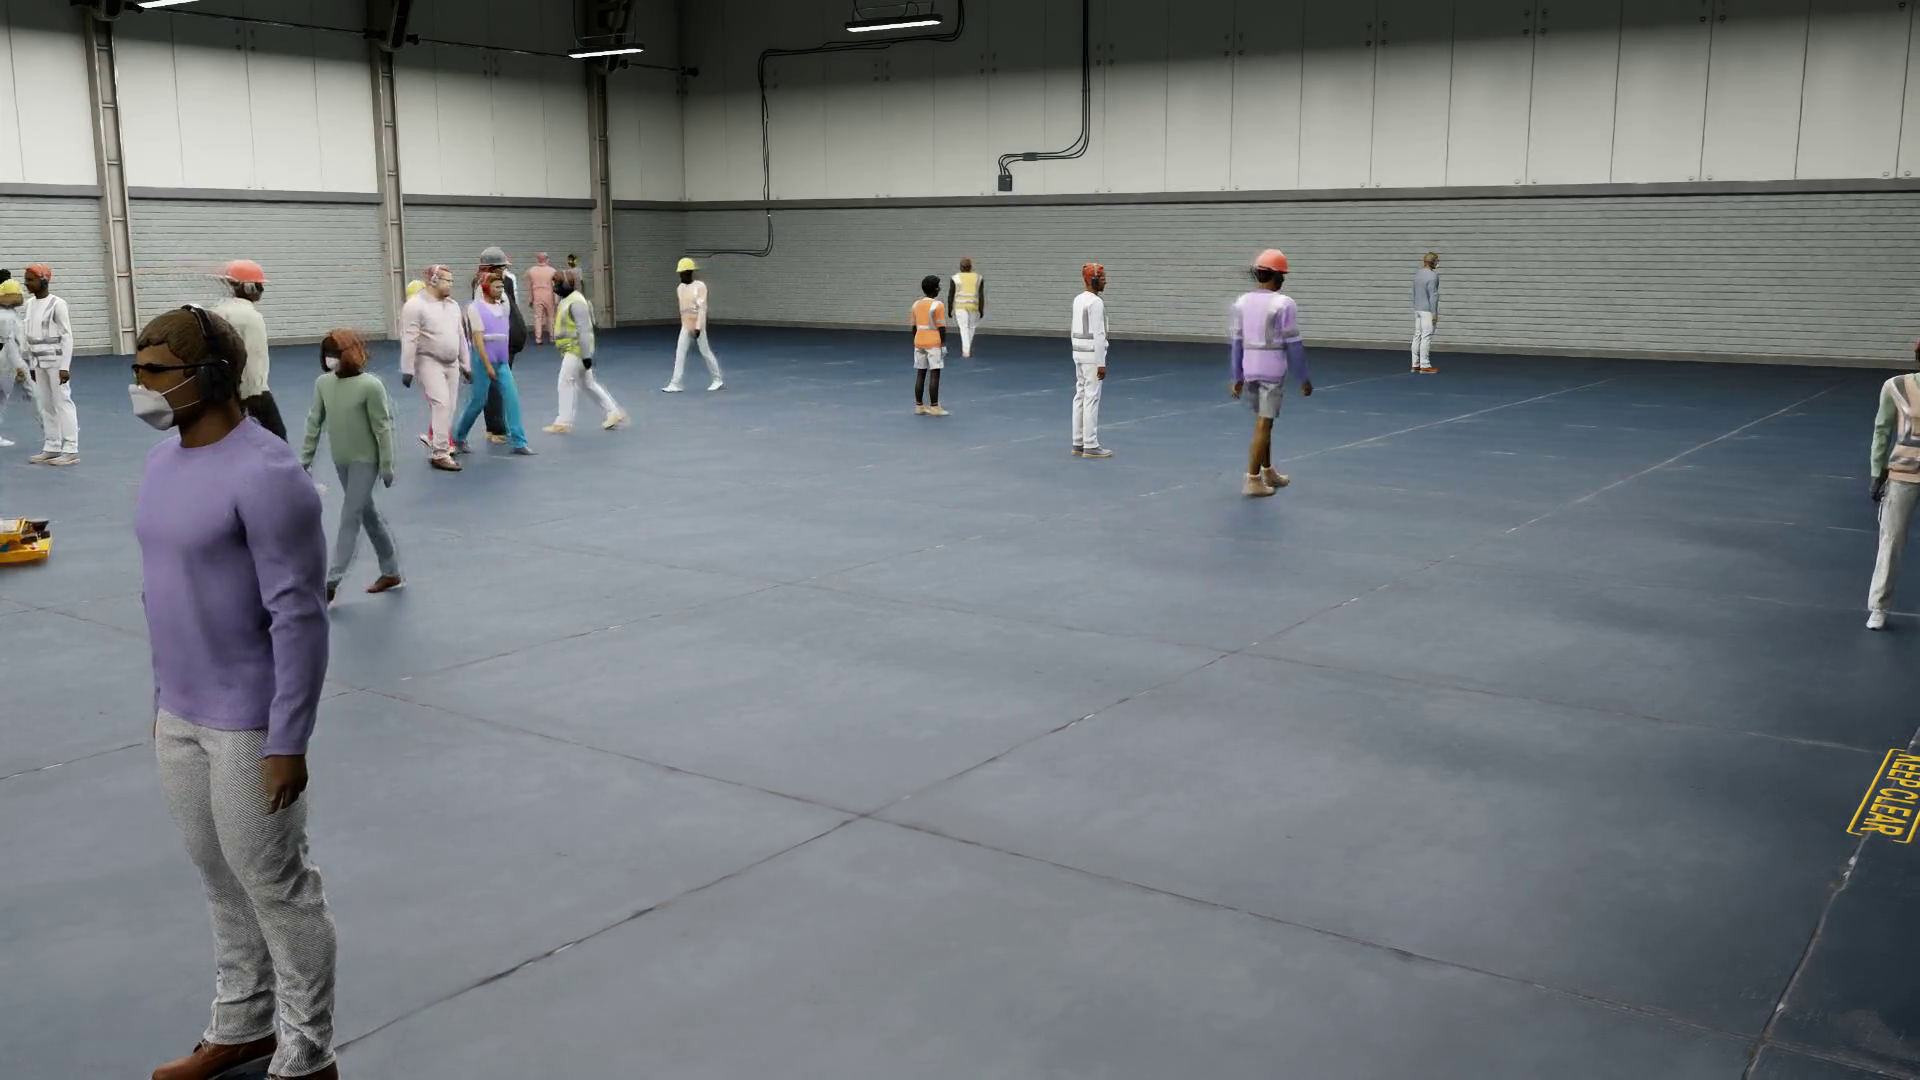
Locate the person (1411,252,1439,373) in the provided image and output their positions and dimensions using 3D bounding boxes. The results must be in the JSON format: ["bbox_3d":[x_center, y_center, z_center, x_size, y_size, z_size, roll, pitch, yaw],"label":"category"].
[{"bbox_3d":[7.475,-3.641,26.667,0.352,1.937,0.635,-2,10,-12],"label":"person"}]

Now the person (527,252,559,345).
[{"bbox_3d":[-8.536,-4.960,34.166,0.651,1.908,0.408,0,10,3],"label":"person"}]

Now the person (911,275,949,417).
[{"bbox_3d":[-0.360,-2.330,20.006,0.540,1.695,0.317,10,14,43],"label":"person"}]

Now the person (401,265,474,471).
[{"bbox_3d":[-4.739,-1.586,15.339,0.694,1.871,0.693,5,11,26],"label":"person"}]

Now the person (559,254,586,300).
[{"bbox_3d":[-9.050,-5.751,38.846,0.537,1.815,0.994,8,13,38],"label":"person"}]

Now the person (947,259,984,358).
[{"bbox_3d":[0.106,-4.227,30.390,0.645,1.794,0.971,-2,10,-13],"label":"person"}]

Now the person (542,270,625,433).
[{"bbox_3d":[-4.157,-2.078,18.337,0.881,1.801,0.645,-4,11,-19],"label":"person"}]

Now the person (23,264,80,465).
[{"bbox_3d":[-8.562,-1.644,15.640,0.574,1.882,0.358,6,12,30],"label":"person"}]

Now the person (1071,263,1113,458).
[{"bbox_3d":[1.274,-1.744,16.202,0.341,1.879,0.587,-3,11,-19],"label":"person"}]

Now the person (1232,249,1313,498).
[{"bbox_3d":[2.625,-1.365,13.709,0.803,2.019,0.623,-7,12,-35],"label":"person"}]

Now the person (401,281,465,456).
[{"bbox_3d":[-5.219,-1.693,16.391,0.582,1.699,0.890,-10,14,-43],"label":"person"}]

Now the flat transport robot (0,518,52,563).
[{"bbox_3d":[-6.700,0.035,10.747,1.431,0.197,0.652,-5,11,-26],"label":"flat transport robot"}]

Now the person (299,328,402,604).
[{"bbox_3d":[-3.573,-0.422,9.625,0.497,1.584,0.864,6,12,29],"label":"person"}]

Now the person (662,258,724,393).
[{"bbox_3d":[-3.726,-3.003,23.293,0.603,1.877,1.002,7,12,36],"label":"person"}]

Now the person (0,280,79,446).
[{"bbox_3d":[-9.651,-1.817,17.106,0.880,1.691,0.505,-3,11,-16],"label":"person"}]

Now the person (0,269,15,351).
[{"bbox_3d":[-14.448,-3.258,25.224,0.460,1.677,0.557,-3,10,-14],"label":"person"}]

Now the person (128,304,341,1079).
[{"bbox_3d":[-1.720,0.421,3.915,0.635,1.938,0.359,8,13,38],"label":"person"}]

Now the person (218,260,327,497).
[{"bbox_3d":[-5.582,-1.212,13.058,0.623,1.940,1.024,8,13,37],"label":"person"}]

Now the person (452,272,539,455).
[{"bbox_3d":[-4.646,-1.722,16.366,0.938,1.815,0.568,4,11,24],"label":"person"}]

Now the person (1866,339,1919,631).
[{"bbox_3d":[5.135,-0.312,8.861,0.523,1.638,0.310,4,11,22],"label":"person"}]

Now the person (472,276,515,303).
[{"bbox_3d":[-6.859,-3.265,24.497,0.618,1.970,0.832,-4,11,-20],"label":"person"}]

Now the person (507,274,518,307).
[{"bbox_3d":[-7.959,-3.984,28.756,0.565,1.878,1.001,-7,12,-33],"label":"person"}]

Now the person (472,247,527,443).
[{"bbox_3d":[-4.813,-2.040,17.418,0.537,2.000,0.678,-4,11,-23],"label":"person"}]
